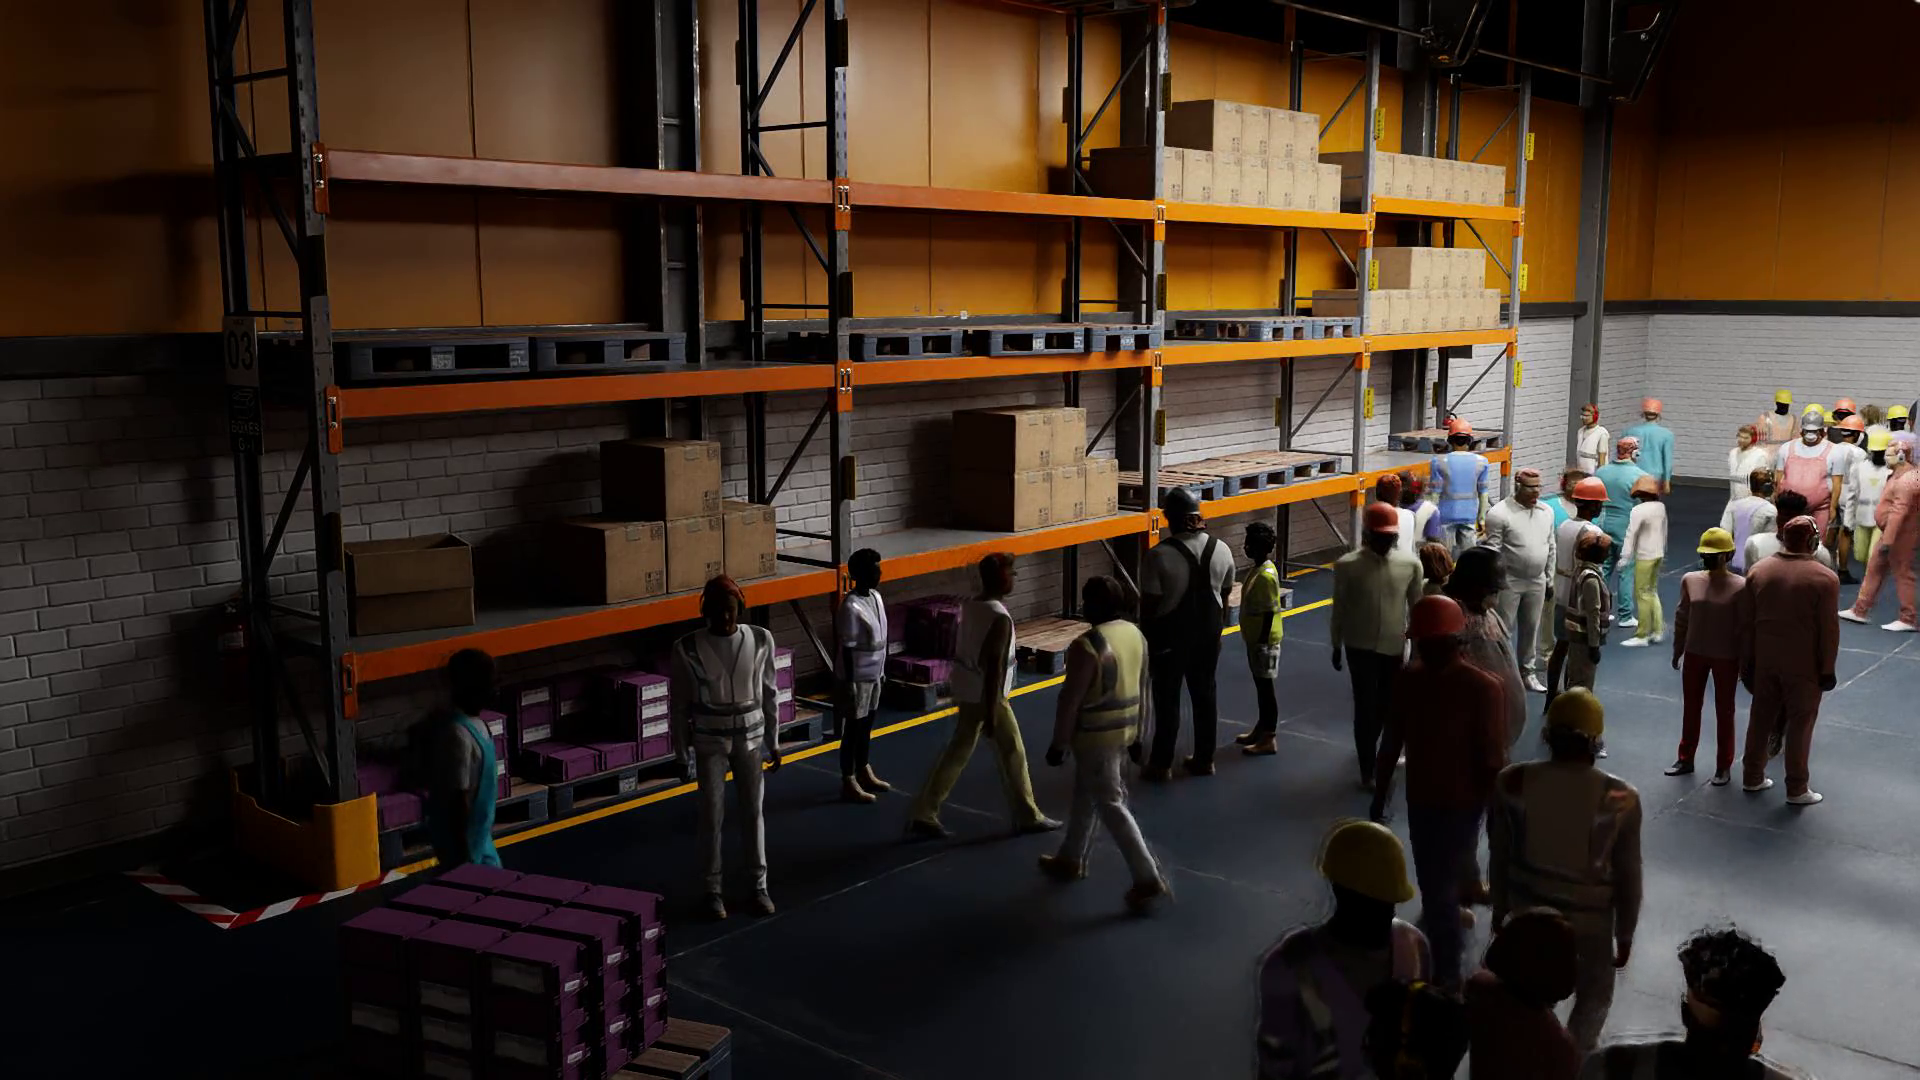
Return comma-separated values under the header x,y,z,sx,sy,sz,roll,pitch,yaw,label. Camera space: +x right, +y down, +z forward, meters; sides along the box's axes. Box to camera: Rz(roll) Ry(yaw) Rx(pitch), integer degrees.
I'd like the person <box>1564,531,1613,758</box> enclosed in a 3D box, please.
x,y,z,sx,sy,sz,roll,pitch,yaw,label
4.546,0.746,12.068,0.307,1.638,0.511,1,9,9,person

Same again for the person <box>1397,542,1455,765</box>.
x,y,z,sx,sy,sz,roll,pitch,yaw,label
3.273,0.823,11.575,0.278,1.633,0.507,-2,9,-11,person

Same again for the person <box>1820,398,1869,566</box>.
x,y,z,sx,sy,sz,roll,pitch,yaw,label
10.600,-0.694,20.096,0.611,2.032,0.411,5,10,28,person

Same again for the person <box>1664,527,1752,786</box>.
x,y,z,sx,sy,sz,roll,pitch,yaw,label
5.128,0.789,11.371,0.313,1.767,0.534,-8,12,-41,person

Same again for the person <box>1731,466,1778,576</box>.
x,y,z,sx,sy,sz,roll,pitch,yaw,label
6.910,0.273,14.496,0.349,1.837,0.502,-3,9,-21,person

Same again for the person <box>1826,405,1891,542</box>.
x,y,z,sx,sy,sz,roll,pitch,yaw,label
11.447,-0.765,21.000,0.632,1.881,0.994,-7,11,-37,person

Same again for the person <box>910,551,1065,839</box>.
x,y,z,sx,sy,sz,roll,pitch,yaw,label
0.139,0.960,10.196,0.982,1.801,0.582,-4,9,-22,person

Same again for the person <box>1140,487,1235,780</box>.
x,y,z,sx,sy,sz,roll,pitch,yaw,label
1.520,0.631,11.505,0.681,2.000,0.535,-4,9,-22,person

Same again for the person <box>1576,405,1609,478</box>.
x,y,z,sx,sy,sz,roll,pitch,yaw,label
8.233,-0.849,21.700,0.397,1.839,0.560,-2,9,-12,person

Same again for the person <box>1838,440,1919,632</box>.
x,y,z,sx,sy,sz,roll,pitch,yaw,label
9.071,-0.043,16.355,0.734,1.883,0.660,4,10,23,person

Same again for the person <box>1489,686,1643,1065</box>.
x,y,z,sx,sy,sz,roll,pitch,yaw,label
2.411,1.494,6.688,0.601,1.814,0.561,6,10,33,person

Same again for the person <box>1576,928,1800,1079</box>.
x,y,z,sx,sy,sz,roll,pitch,yaw,label
1.815,1.839,4.134,0.609,1.919,0.992,5,10,31,person

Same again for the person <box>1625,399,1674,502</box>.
x,y,z,sx,sy,sz,roll,pitch,yaw,label
8.743,-0.821,21.196,0.628,1.949,1.006,5,10,31,person

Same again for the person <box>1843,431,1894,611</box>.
x,y,z,sx,sy,sz,roll,pitch,yaw,label
9.595,-0.209,17.390,0.803,1.895,0.611,-8,12,-42,person

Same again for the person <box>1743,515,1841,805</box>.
x,y,z,sx,sy,sz,roll,pitch,yaw,label
5.509,0.783,11.007,0.395,1.901,0.642,-5,10,-28,person

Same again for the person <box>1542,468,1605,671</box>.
x,y,z,sx,sy,sz,roll,pitch,yaw,label
5.304,0.299,14.419,0.575,1.821,0.810,1,9,6,person

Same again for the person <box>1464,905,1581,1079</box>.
x,y,z,sx,sy,sz,roll,pitch,yaw,label
1.664,1.855,4.962,0.595,1.613,0.529,-3,9,-18,person

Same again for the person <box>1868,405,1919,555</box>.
x,y,z,sx,sy,sz,roll,pitch,yaw,label
11.532,-0.704,20.545,0.587,1.912,0.394,-2,9,-14,person

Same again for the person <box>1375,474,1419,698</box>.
x,y,z,sx,sy,sz,roll,pitch,yaw,label
3.492,0.395,13.534,0.585,1.882,0.337,-8,12,-42,person

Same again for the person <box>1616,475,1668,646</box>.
x,y,z,sx,sy,sz,roll,pitch,yaw,label
6.432,0.202,15.656,0.646,1.616,0.371,-7,11,-38,person

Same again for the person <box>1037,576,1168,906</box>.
x,y,z,sx,sy,sz,roll,pitch,yaw,label
0.824,1.097,9.276,0.932,1.809,0.615,6,11,35,person

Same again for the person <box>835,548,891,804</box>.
x,y,z,sx,sy,sz,roll,pitch,yaw,label
-0.646,0.885,10.999,0.318,1.690,0.529,3,9,21,person

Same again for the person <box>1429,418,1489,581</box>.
x,y,z,sx,sy,sz,roll,pitch,yaw,label
5.079,-0.228,17.037,0.615,2.042,0.372,0,9,-2,person

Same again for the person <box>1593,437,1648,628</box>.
x,y,z,sx,sy,sz,roll,pitch,yaw,label
6.601,-0.083,16.581,0.400,1.899,0.647,-5,10,-30,person

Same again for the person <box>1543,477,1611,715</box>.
x,y,z,sx,sy,sz,roll,pitch,yaw,label
4.833,0.469,12.940,0.398,1.929,0.543,-1,9,-8,person

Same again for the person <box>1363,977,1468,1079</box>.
x,y,z,sx,sy,sz,roll,pitch,yaw,label
1.123,1.920,3.850,0.581,1.845,0.525,7,11,36,person

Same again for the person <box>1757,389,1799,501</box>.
x,y,z,sx,sy,sz,roll,pitch,yaw,label
11.629,-1.188,23.659,0.585,1.917,0.404,0,9,1,person

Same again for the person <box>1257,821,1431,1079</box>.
x,y,z,sx,sy,sz,roll,pitch,yaw,label
1.128,1.725,4.952,0.595,1.900,0.864,-4,10,-26,person

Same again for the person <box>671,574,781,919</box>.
x,y,z,sx,sy,sz,roll,pitch,yaw,label
-1.257,1.109,8.960,0.588,1.878,0.371,-4,9,-22,person

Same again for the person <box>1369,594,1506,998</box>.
x,y,z,sx,sy,sz,roll,pitch,yaw,label
2.219,1.229,7.863,0.599,1.970,0.636,-6,11,-33,person

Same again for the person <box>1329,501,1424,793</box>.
x,y,z,sx,sy,sz,roll,pitch,yaw,label
2.850,0.683,11.425,0.637,1.966,0.843,0,9,1,person

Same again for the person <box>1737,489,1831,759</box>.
x,y,z,sx,sy,sz,roll,pitch,yaw,label
5.910,0.595,11.994,0.452,1.954,0.639,-8,12,-43,person

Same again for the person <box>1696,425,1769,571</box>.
x,y,z,sx,sy,sz,roll,pitch,yaw,label
9.094,-0.448,19.290,0.945,1.789,0.563,-3,9,-21,person

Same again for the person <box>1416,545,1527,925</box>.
x,y,z,sx,sy,sz,roll,pitch,yaw,label
2.781,1.022,8.986,0.538,2.000,0.681,8,12,42,person

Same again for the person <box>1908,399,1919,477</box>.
x,y,z,sx,sy,sz,roll,pitch,yaw,label
14.504,-1.430,24.799,0.536,2.000,0.681,-1,9,-8,person

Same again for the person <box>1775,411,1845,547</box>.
x,y,z,sx,sy,sz,roll,pitch,yaw,label
9.313,-0.426,18.322,0.683,2.000,0.535,7,11,39,person

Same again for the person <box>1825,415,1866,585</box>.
x,y,z,sx,sy,sz,roll,pitch,yaw,label
10.060,-0.455,18.904,0.386,1.926,0.547,-3,9,-16,person

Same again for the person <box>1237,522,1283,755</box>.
x,y,z,sx,sy,sz,roll,pitch,yaw,label
2.181,0.711,12.094,0.318,1.695,0.539,1,9,4,person

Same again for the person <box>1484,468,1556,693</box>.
x,y,z,sx,sy,sz,roll,pitch,yaw,label
4.668,0.342,13.833,0.644,1.900,0.399,-3,9,-16,person
